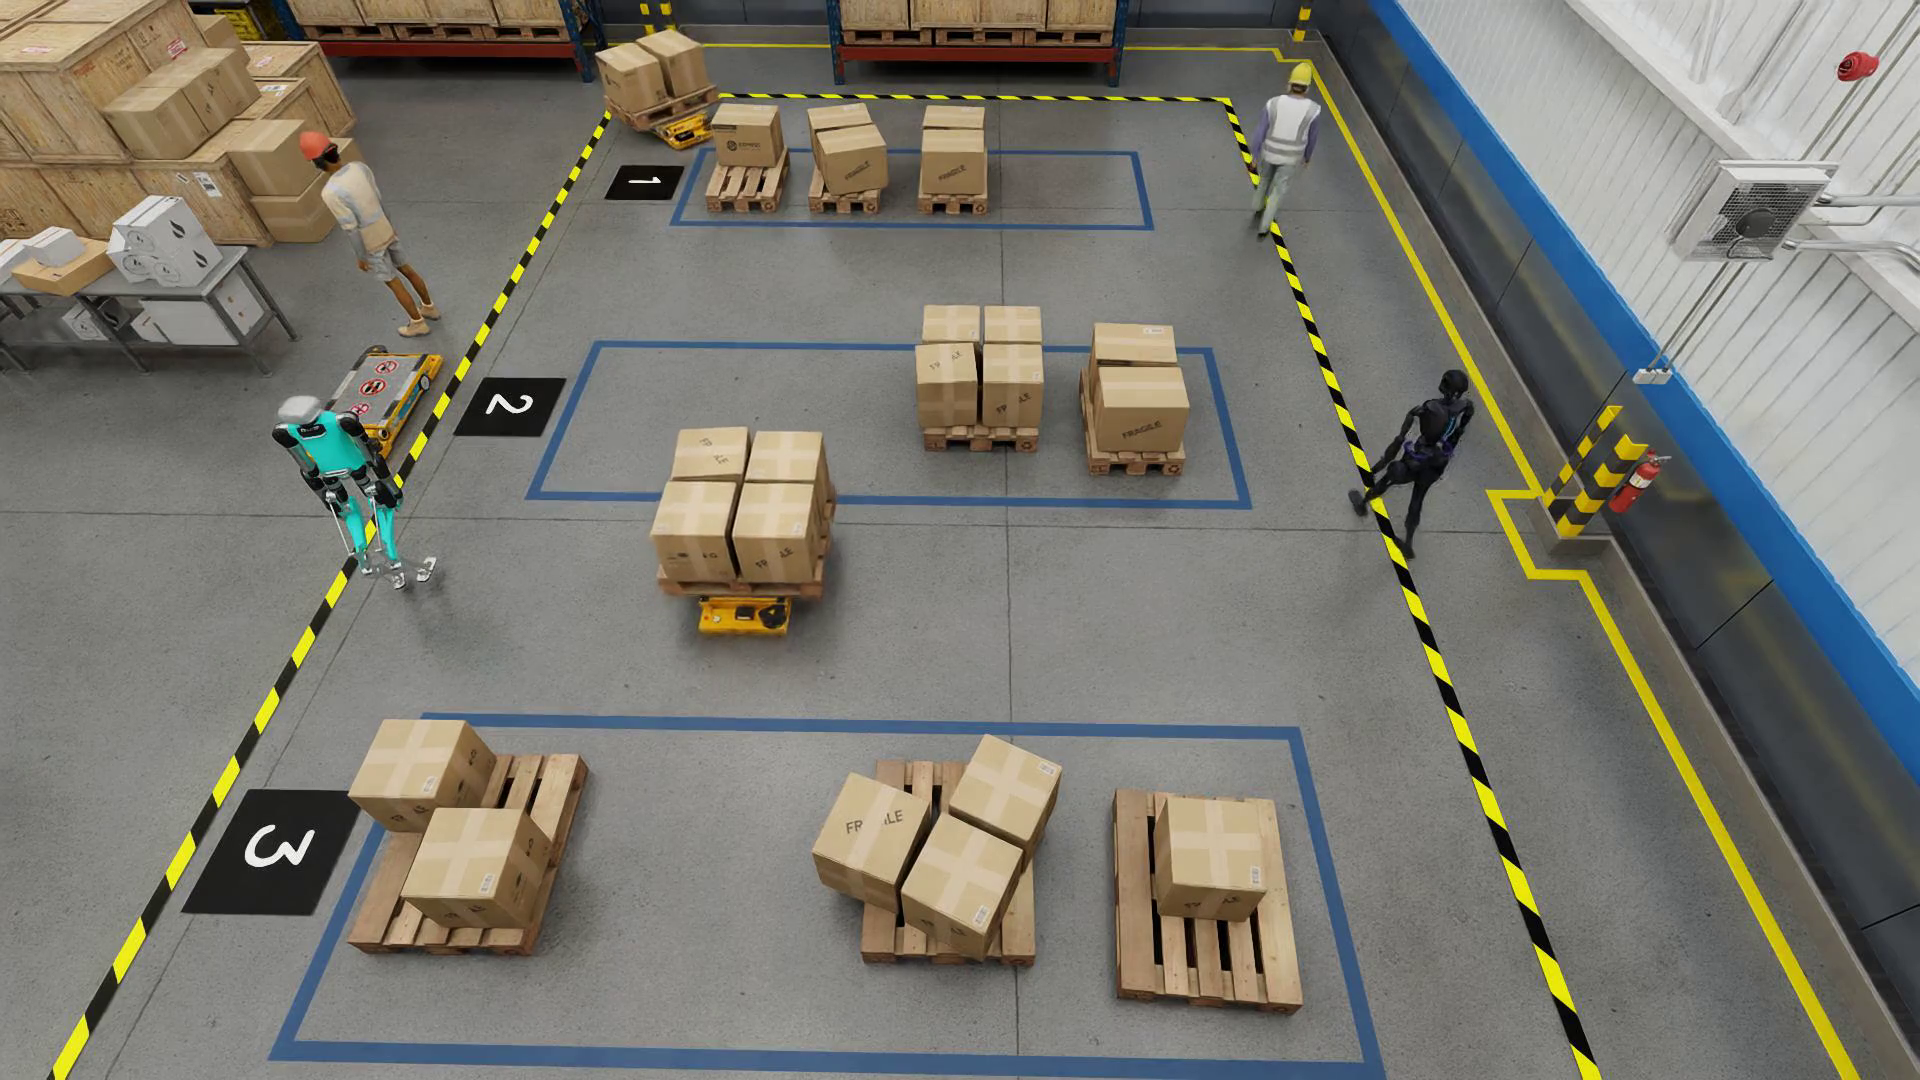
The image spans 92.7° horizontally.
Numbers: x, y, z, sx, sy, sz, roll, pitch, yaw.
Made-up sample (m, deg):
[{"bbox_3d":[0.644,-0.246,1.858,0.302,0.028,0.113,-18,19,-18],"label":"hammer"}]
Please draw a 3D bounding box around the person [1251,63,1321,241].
[{"bbox_3d":[3.525,-4.236,9.950,0.603,1.796,0.853,23,53,18],"label":"person"}]

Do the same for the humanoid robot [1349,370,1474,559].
[{"bbox_3d":[3.497,-0.622,6.996,0.584,1.628,0.762,-8,50,-7],"label":"humanoid robot"}]

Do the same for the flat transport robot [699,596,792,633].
[{"bbox_3d":[-1.614,0.094,7.269,0.652,0.197,1.431,1,50,1],"label":"flat transport robot"}]

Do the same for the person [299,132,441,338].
[{"bbox_3d":[-5.522,-2.824,8.603,0.399,2.033,0.605,5,50,5],"label":"person"}]

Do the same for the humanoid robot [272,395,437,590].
[{"bbox_3d":[-4.277,-0.199,6.485,0.533,1.677,0.735,-11,51,-9],"label":"humanoid robot"}]

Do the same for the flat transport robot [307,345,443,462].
[{"bbox_3d":[-5.383,-1.269,8.441,0.659,0.231,1.431,1,50,1],"label":"flat transport robot"}]

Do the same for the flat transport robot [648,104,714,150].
[{"bbox_3d":[-3.855,-5.586,12.075,0.652,0.197,1.431,-36,59,-27],"label":"flat transport robot"}]
